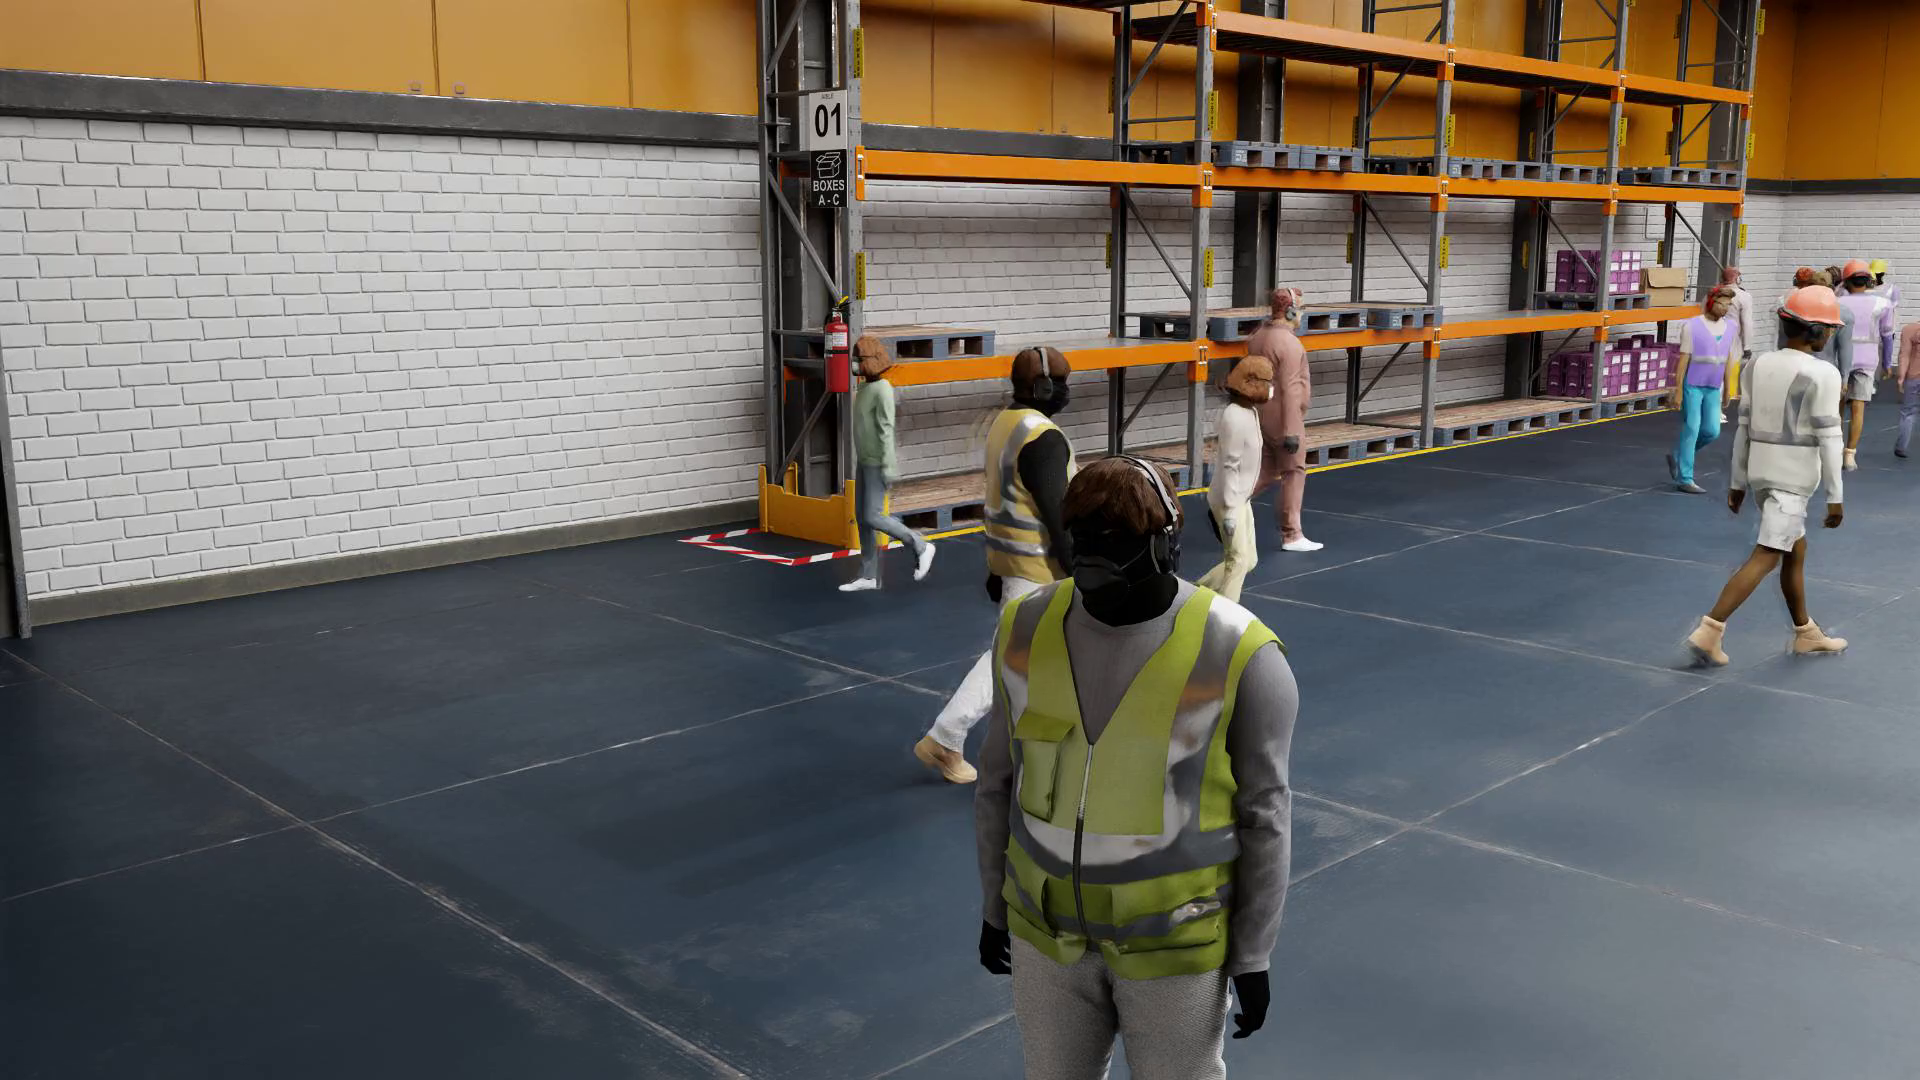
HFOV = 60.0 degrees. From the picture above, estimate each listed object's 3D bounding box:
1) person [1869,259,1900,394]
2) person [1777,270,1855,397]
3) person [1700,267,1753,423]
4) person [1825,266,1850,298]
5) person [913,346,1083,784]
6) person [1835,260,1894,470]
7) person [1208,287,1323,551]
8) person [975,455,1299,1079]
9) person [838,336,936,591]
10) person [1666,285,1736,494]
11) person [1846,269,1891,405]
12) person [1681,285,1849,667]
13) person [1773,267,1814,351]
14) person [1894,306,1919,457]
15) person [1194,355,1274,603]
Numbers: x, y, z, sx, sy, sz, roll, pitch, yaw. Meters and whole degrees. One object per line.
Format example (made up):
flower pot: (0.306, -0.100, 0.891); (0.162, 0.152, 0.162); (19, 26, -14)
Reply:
person: (12.880, -2.994, 23.447); (0.603, 1.901, 0.550); (9, 14, 41)
person: (7.777, -1.490, 15.170); (0.654, 1.925, 0.428); (8, 13, 38)
person: (9.173, -2.346, 20.058); (0.695, 1.868, 0.664); (-5, 12, -26)
person: (12.145, -2.882, 23.091); (0.460, 1.812, 0.660); (0, 10, 0)
person: (0.243, 0.110, 6.829); (0.931, 1.814, 0.617); (-2, 11, -9)
person: (8.699, -1.706, 16.179); (0.631, 1.992, 1.003); (6, 12, 30)
person: (2.191, -0.837, 11.740); (0.749, 1.883, 0.652); (-3, 11, -14)
person: (0.305, 0.749, 3.205); (0.634, 1.841, 0.429); (5, 12, 28)
person: (-0.479, -0.472, 10.461); (0.537, 1.621, 0.503); (-4, 11, -20)
person: (6.456, -1.328, 14.599); (0.635, 1.817, 0.578); (-3, 11, -17)
person: (11.791, -2.632, 21.721); (0.595, 1.805, 0.520); (0, 10, 0)
person: (4.238, -0.317, 8.620); (1.040, 1.996, 0.626); (-2, 11, -12)
person: (9.565, -2.161, 18.951); (0.583, 1.883, 0.337); (2, 11, 13)
person: (9.565, -1.615, 16.477); (0.515, 1.706, 0.968); (3, 11, 17)
person: (1.429, -0.193, 8.957); (0.469, 1.614, 0.541); (4, 11, 20)
